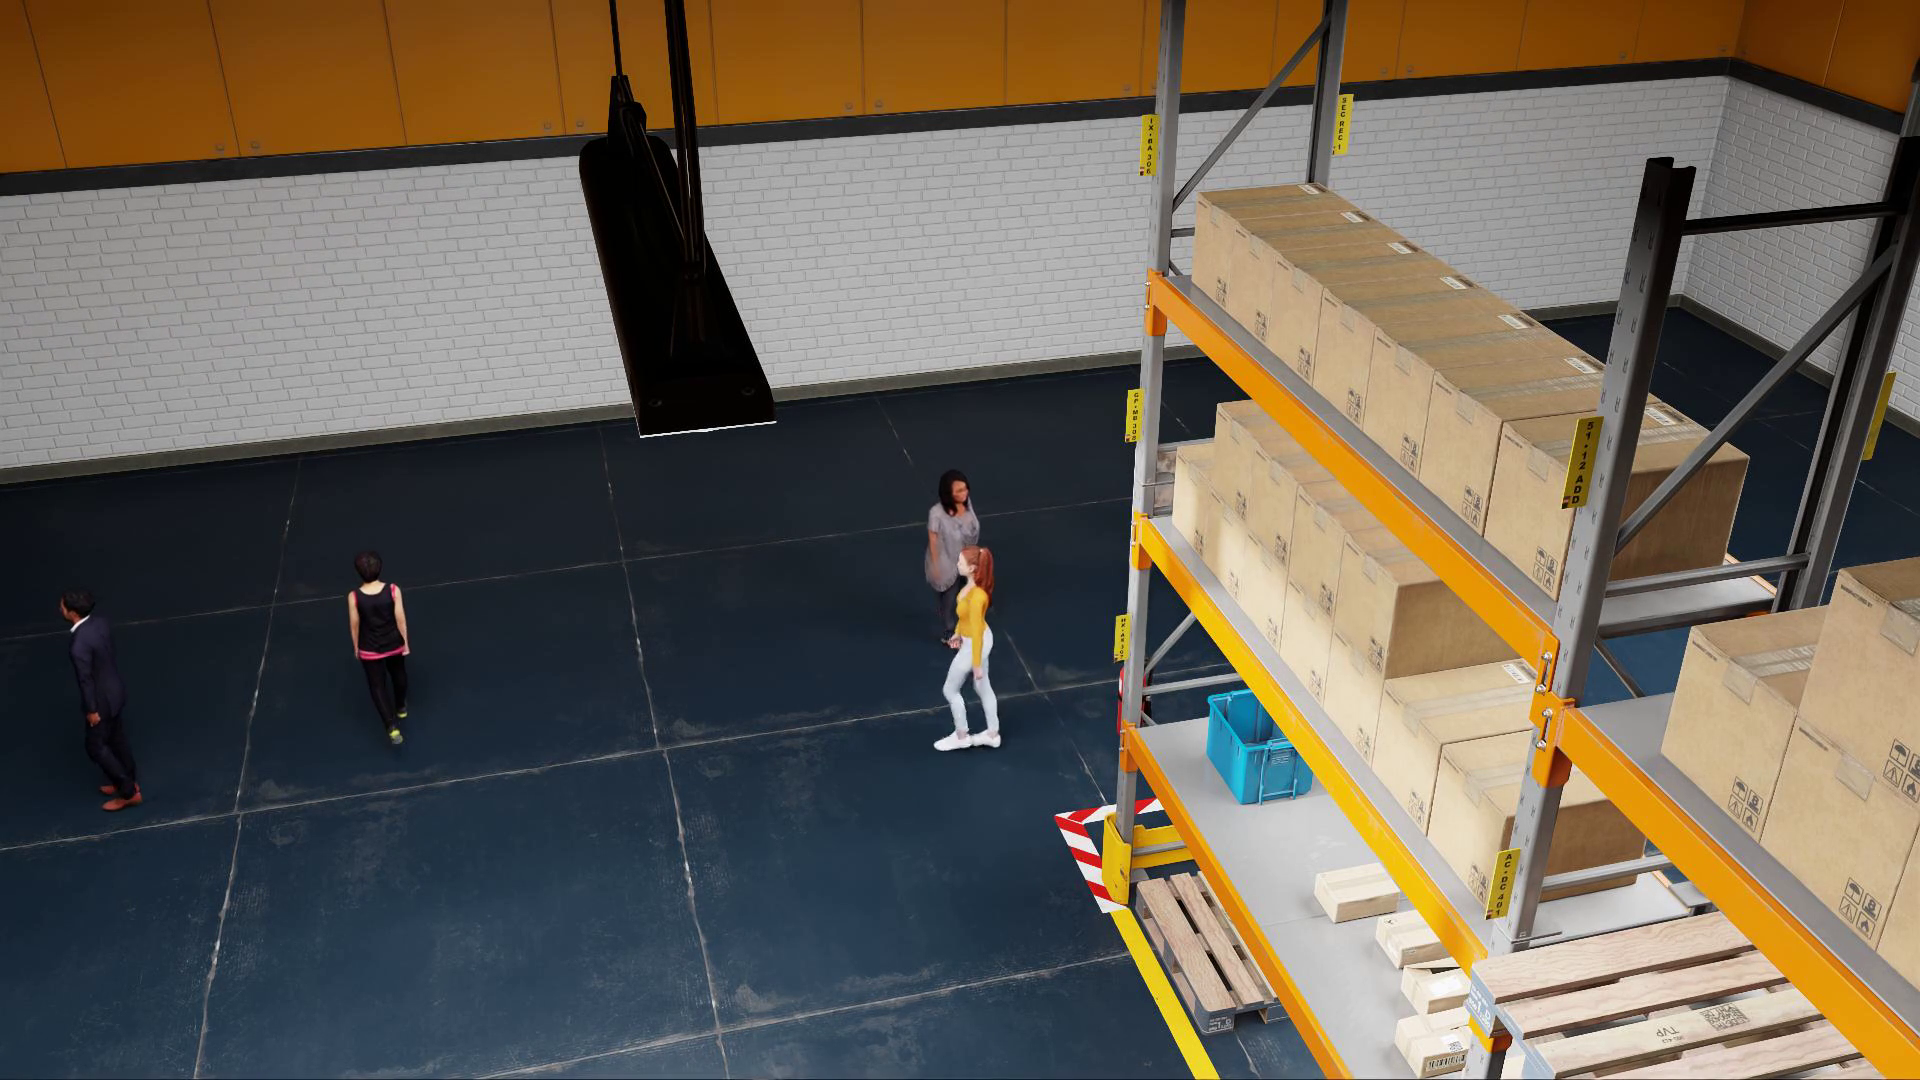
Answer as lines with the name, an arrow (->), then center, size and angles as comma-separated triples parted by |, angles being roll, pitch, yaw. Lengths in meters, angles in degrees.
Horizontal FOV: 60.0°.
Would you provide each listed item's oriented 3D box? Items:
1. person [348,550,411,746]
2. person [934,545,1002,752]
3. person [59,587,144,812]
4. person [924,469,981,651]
person -> -4.286, 0.808, 12.342 | 0.654, 1.526, 1.021 | -12, 31, -22
person -> 0.198, 0.806, 12.132 | 0.792, 1.731, 0.763 | 4, 29, 7
person -> -5.925, 1.100, 11.605 | 0.769, 1.720, 0.590 | -4, 29, -7
person -> -0.108, 0.121, 13.532 | 0.856, 1.593, 0.794 | 23, 36, 36
